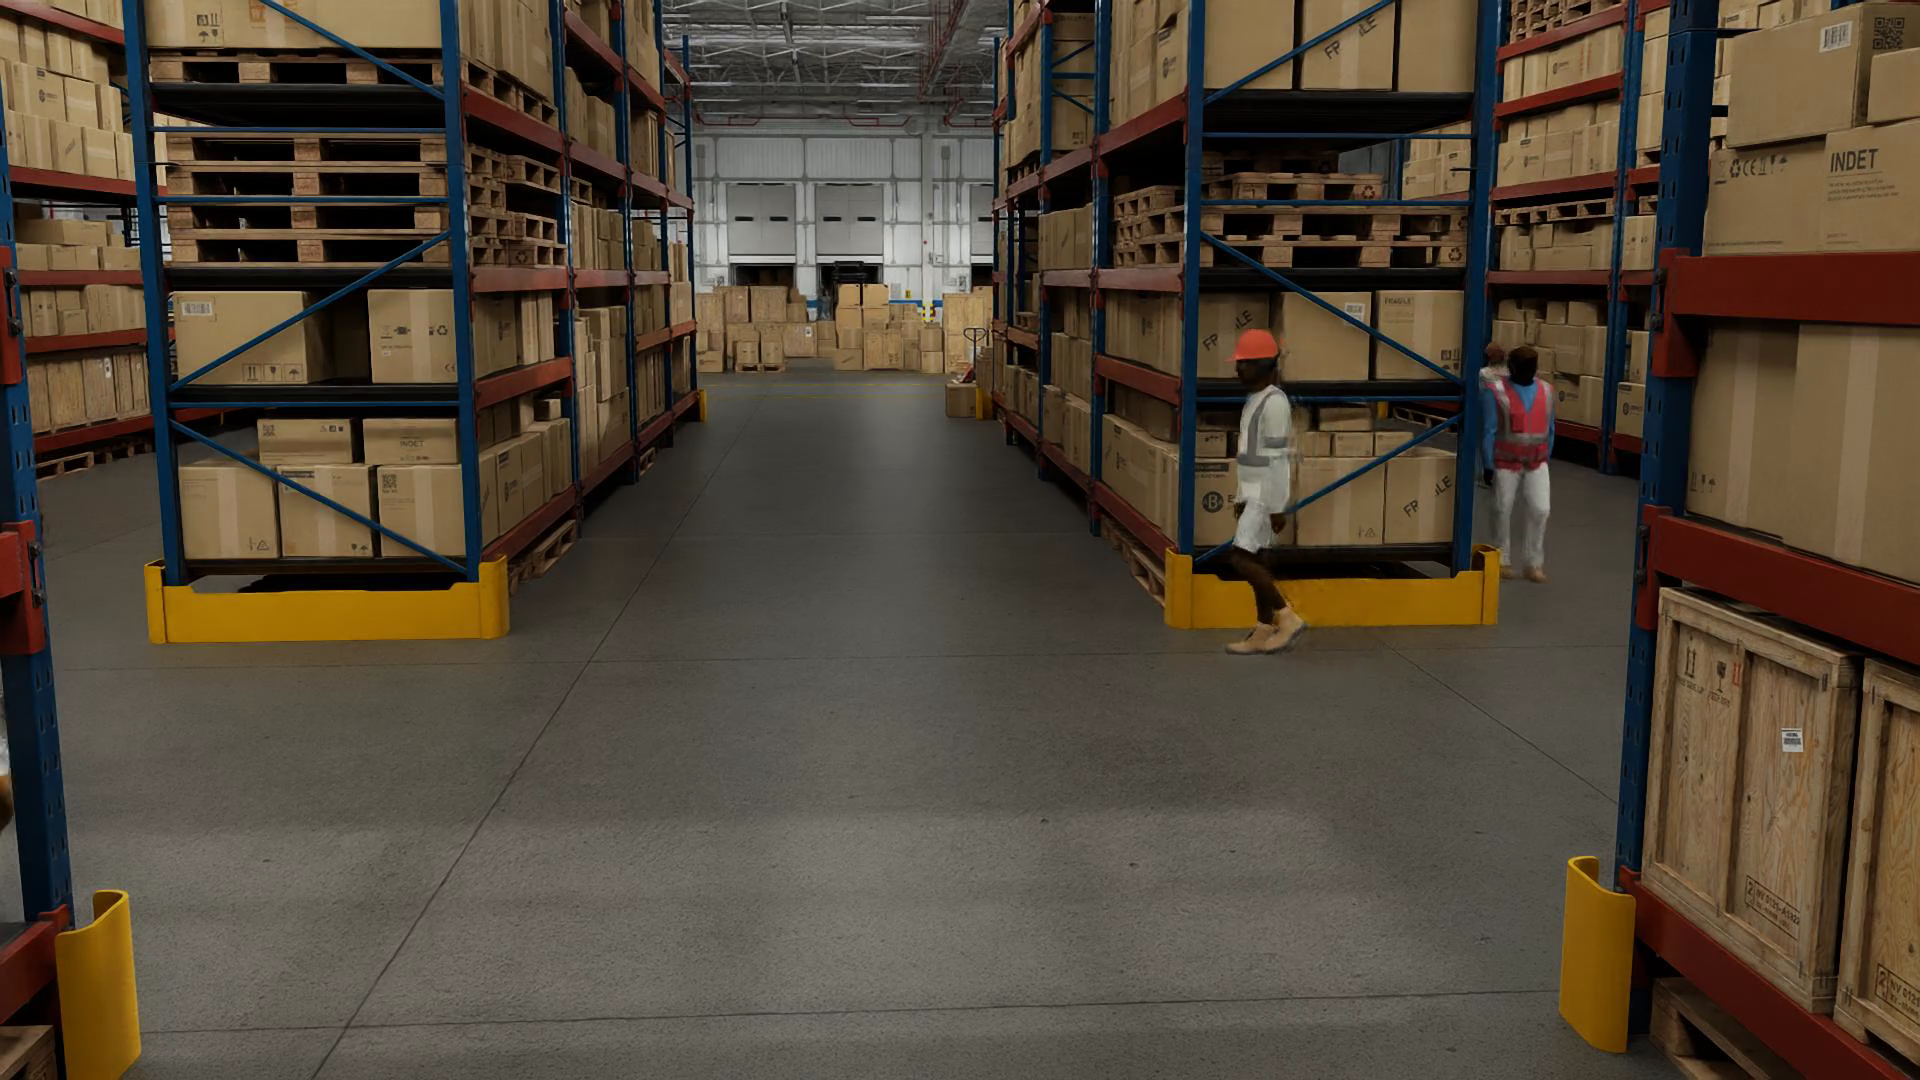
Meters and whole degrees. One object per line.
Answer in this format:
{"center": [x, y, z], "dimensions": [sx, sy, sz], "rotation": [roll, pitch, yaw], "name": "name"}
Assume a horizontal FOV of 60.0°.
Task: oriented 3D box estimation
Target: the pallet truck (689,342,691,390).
{"center": [-5.225, -3.008, 27.480], "dimensions": [1.885, 1.965, 0.823], "rotation": [2, 9, 14], "name": "pallet truck"}

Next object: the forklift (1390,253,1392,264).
{"center": [8.534, -4.640, 34.966], "dimensions": [1.129, 2.768, 1.873], "rotation": [-1, 9, -4], "name": "forklift"}

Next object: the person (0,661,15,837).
{"center": [-3.325, 0.506, 5.636], "dimensions": [0.496, 1.923, 0.569], "rotation": [-1, 9, -5], "name": "person"}

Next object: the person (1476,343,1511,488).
{"center": [5.873, -1.353, 18.263], "dimensions": [0.524, 1.618, 0.610], "rotation": [1, 9, 7], "name": "person"}

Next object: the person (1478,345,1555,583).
{"center": [4.288, -0.566, 12.702], "dimensions": [0.645, 1.816, 0.707], "rotation": [-1, 9, -5], "name": "person"}

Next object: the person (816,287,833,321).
{"center": [-4.890, -8.205, 60.330], "dimensions": [0.657, 1.925, 0.438], "rotation": [-8, 12, -42], "name": "person"}

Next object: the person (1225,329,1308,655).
{"center": [1.822, -0.271, 10.197], "dimensions": [0.434, 2.030, 0.609], "rotation": [0, 9, 1], "name": "person"}

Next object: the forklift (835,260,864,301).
{"center": [-3.555, -7.608, 53.603], "dimensions": [1.129, 2.768, 1.873], "rotation": [-1, 9, -4], "name": "forklift"}
